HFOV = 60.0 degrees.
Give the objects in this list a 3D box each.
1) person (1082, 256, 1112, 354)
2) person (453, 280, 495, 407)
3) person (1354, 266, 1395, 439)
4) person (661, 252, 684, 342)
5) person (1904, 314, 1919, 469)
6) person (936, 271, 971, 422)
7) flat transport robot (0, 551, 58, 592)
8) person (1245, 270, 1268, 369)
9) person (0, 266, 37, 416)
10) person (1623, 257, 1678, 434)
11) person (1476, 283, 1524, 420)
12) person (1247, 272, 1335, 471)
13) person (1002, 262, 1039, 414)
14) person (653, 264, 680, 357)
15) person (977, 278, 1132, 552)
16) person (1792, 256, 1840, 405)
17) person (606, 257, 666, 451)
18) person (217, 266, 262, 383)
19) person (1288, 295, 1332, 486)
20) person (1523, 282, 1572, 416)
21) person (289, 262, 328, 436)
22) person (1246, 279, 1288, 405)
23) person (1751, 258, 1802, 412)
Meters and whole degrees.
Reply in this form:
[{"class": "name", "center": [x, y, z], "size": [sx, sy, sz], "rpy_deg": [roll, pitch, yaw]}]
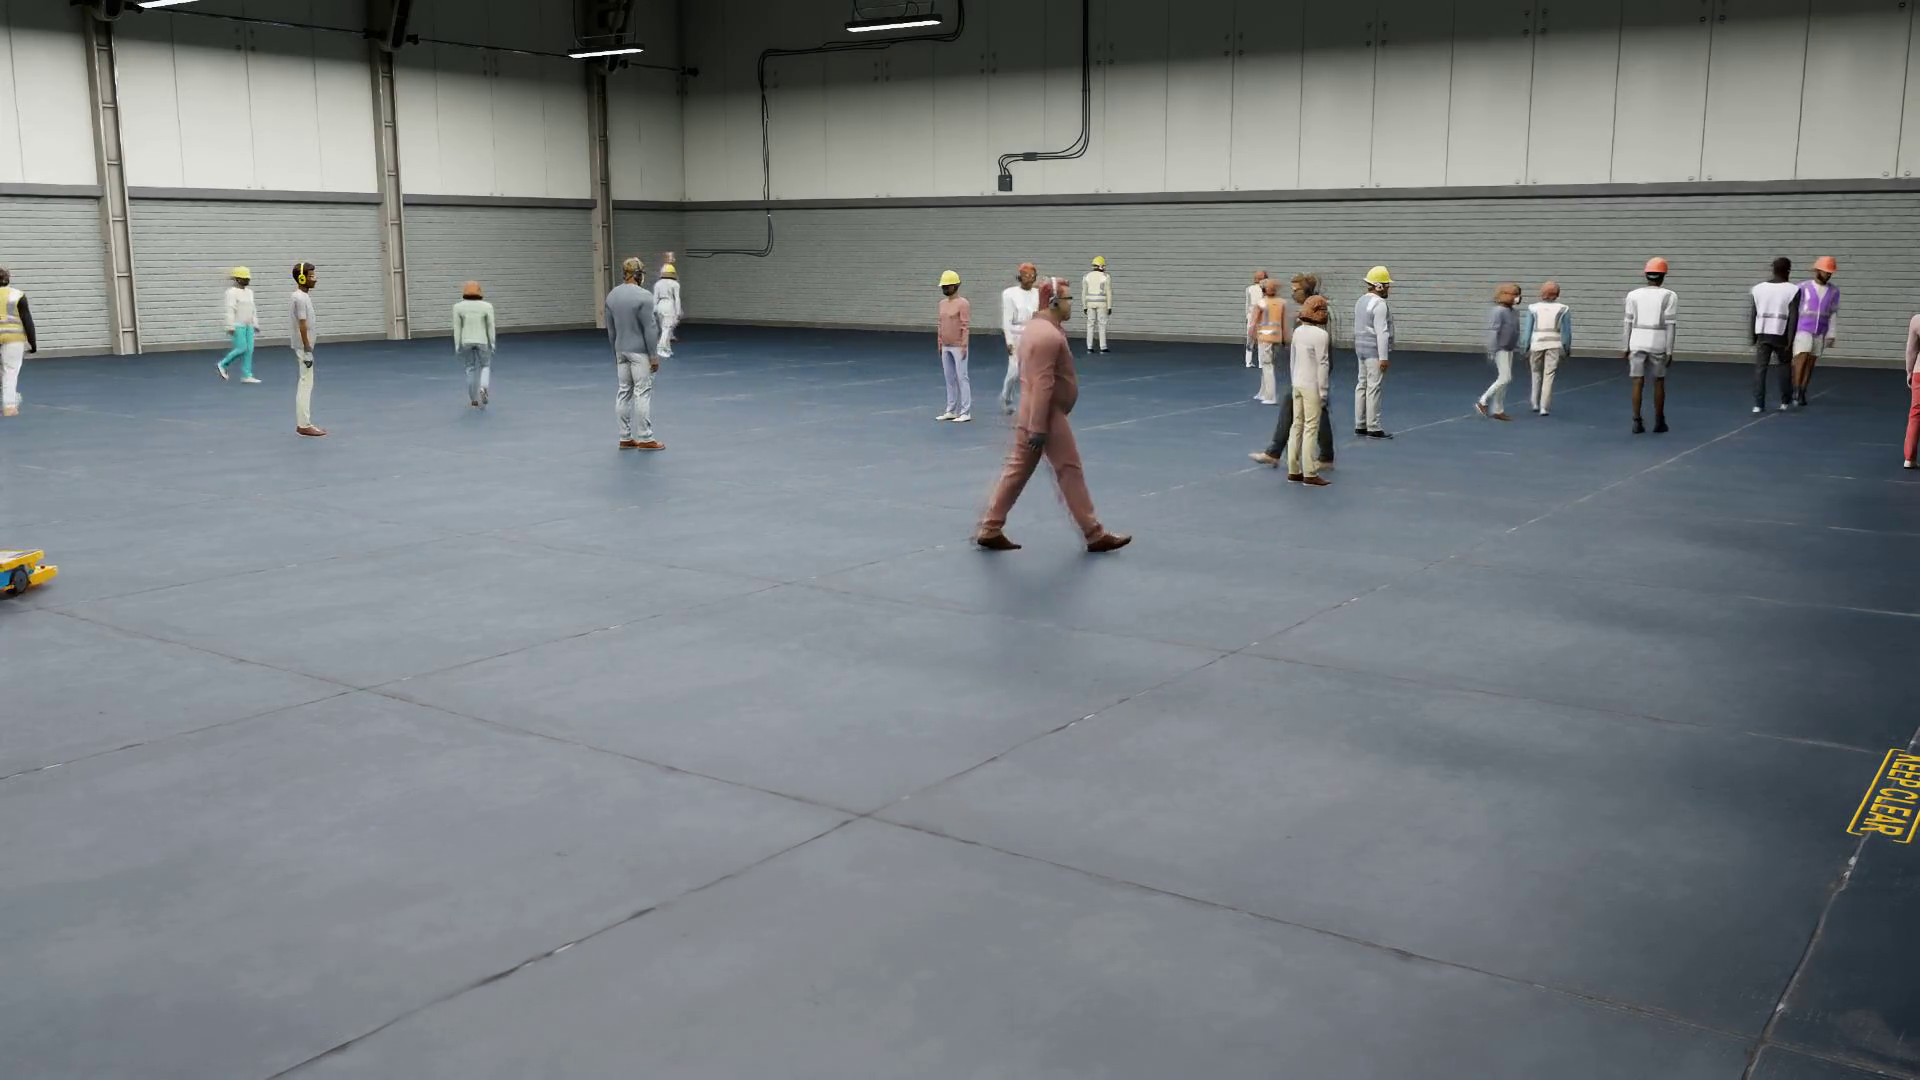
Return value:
[{"class": "person", "center": [2.597, -4.421, 31.345], "size": [0.593, 1.828, 0.403], "rpy_deg": [6, 12, 29]}, {"class": "person", "center": [-6.144, -2.477, 21.050], "size": [0.504, 1.622, 0.457], "rpy_deg": [-2, 10, -12]}, {"class": "person", "center": [4.416, -1.989, 17.711], "size": [0.404, 1.833, 0.593], "rpy_deg": [-2, 10, -12]}, {"class": "person", "center": [-6.052, -5.110, 35.027], "size": [0.446, 1.890, 0.648], "rpy_deg": [-2, 10, -12]}, {"class": "person", "center": [8.915, -1.504, 15.185], "size": [0.310, 1.768, 0.533], "rpy_deg": [-7, 12, -33]}, {"class": "person", "center": [-0.090, -2.253, 19.407], "size": [0.333, 1.761, 0.525], "rpy_deg": [-9, 13, -40]}, {"class": "flat transport robot", "center": [-5.882, 0.253, 9.531], "size": [0.652, 0.197, 1.431], "rpy_deg": [0, 10, 0]}, {"class": "person", "center": [4.972, -3.667, 27.683], "size": [0.508, 1.629, 0.314], "rpy_deg": [7, 12, 35]}, {"class": "person", "center": [-11.625, -2.438, 20.340], "size": [0.638, 1.790, 0.958], "rpy_deg": [-1, 10, -7]}, {"class": "person", "center": [7.573, -2.127, 18.253], "size": [0.564, 1.932, 0.537], "rpy_deg": [7, 12, 34]}, {"class": "person", "center": [6.383, -2.198, 19.500], "size": [0.378, 1.616, 0.498], "rpy_deg": [9, 14, 42]}, {"class": "person", "center": [3.044, -1.517, 15.148], "size": [0.880, 1.804, 0.537], "rpy_deg": [0, 10, 2]}, {"class": "person", "center": [0.743, -2.374, 19.795], "size": [0.567, 1.857, 0.828], "rpy_deg": [-3, 11, -18]}, {"class": "person", "center": [-5.421, -4.199, 30.500], "size": [0.501, 1.697, 0.749], "rpy_deg": [4, 11, 22]}, {"class": "person", "center": [0.599, -0.827, 11.163], "size": [1.043, 1.849, 0.663], "rpy_deg": [-1, 10, -8]}, {"class": "person", "center": [10.933, -2.661, 21.264], "size": [0.573, 1.905, 0.635], "rpy_deg": [1, 10, 4]}, {"class": "person", "center": [-3.256, -1.854, 16.663], "size": [0.631, 1.939, 0.372], "rpy_deg": [7, 12, 34]}, {"class": "person", "center": [-10.726, -3.192, 24.713], "size": [0.548, 1.744, 0.521], "rpy_deg": [2, 10, 10]}, {"class": "person", "center": [3.018, -1.288, 14.342], "size": [0.281, 1.633, 0.501], "rpy_deg": [-4, 11, -20]}, {"class": "person", "center": [7.160, -2.326, 20.257], "size": [0.546, 1.592, 0.846], "rpy_deg": [5, 11, 27]}, {"class": "person", "center": [-7.073, -2.052, 17.994], "size": [0.310, 1.859, 0.532], "rpy_deg": [-5, 11, -24]}, {"class": "person", "center": [3.918, -2.568, 21.537], "size": [0.546, 1.610, 0.698], "rpy_deg": [-6, 12, -29]}, {"class": "person", "center": [10.151, -2.541, 20.654], "size": [0.603, 1.892, 0.855], "rpy_deg": [10, 14, 44]}]
